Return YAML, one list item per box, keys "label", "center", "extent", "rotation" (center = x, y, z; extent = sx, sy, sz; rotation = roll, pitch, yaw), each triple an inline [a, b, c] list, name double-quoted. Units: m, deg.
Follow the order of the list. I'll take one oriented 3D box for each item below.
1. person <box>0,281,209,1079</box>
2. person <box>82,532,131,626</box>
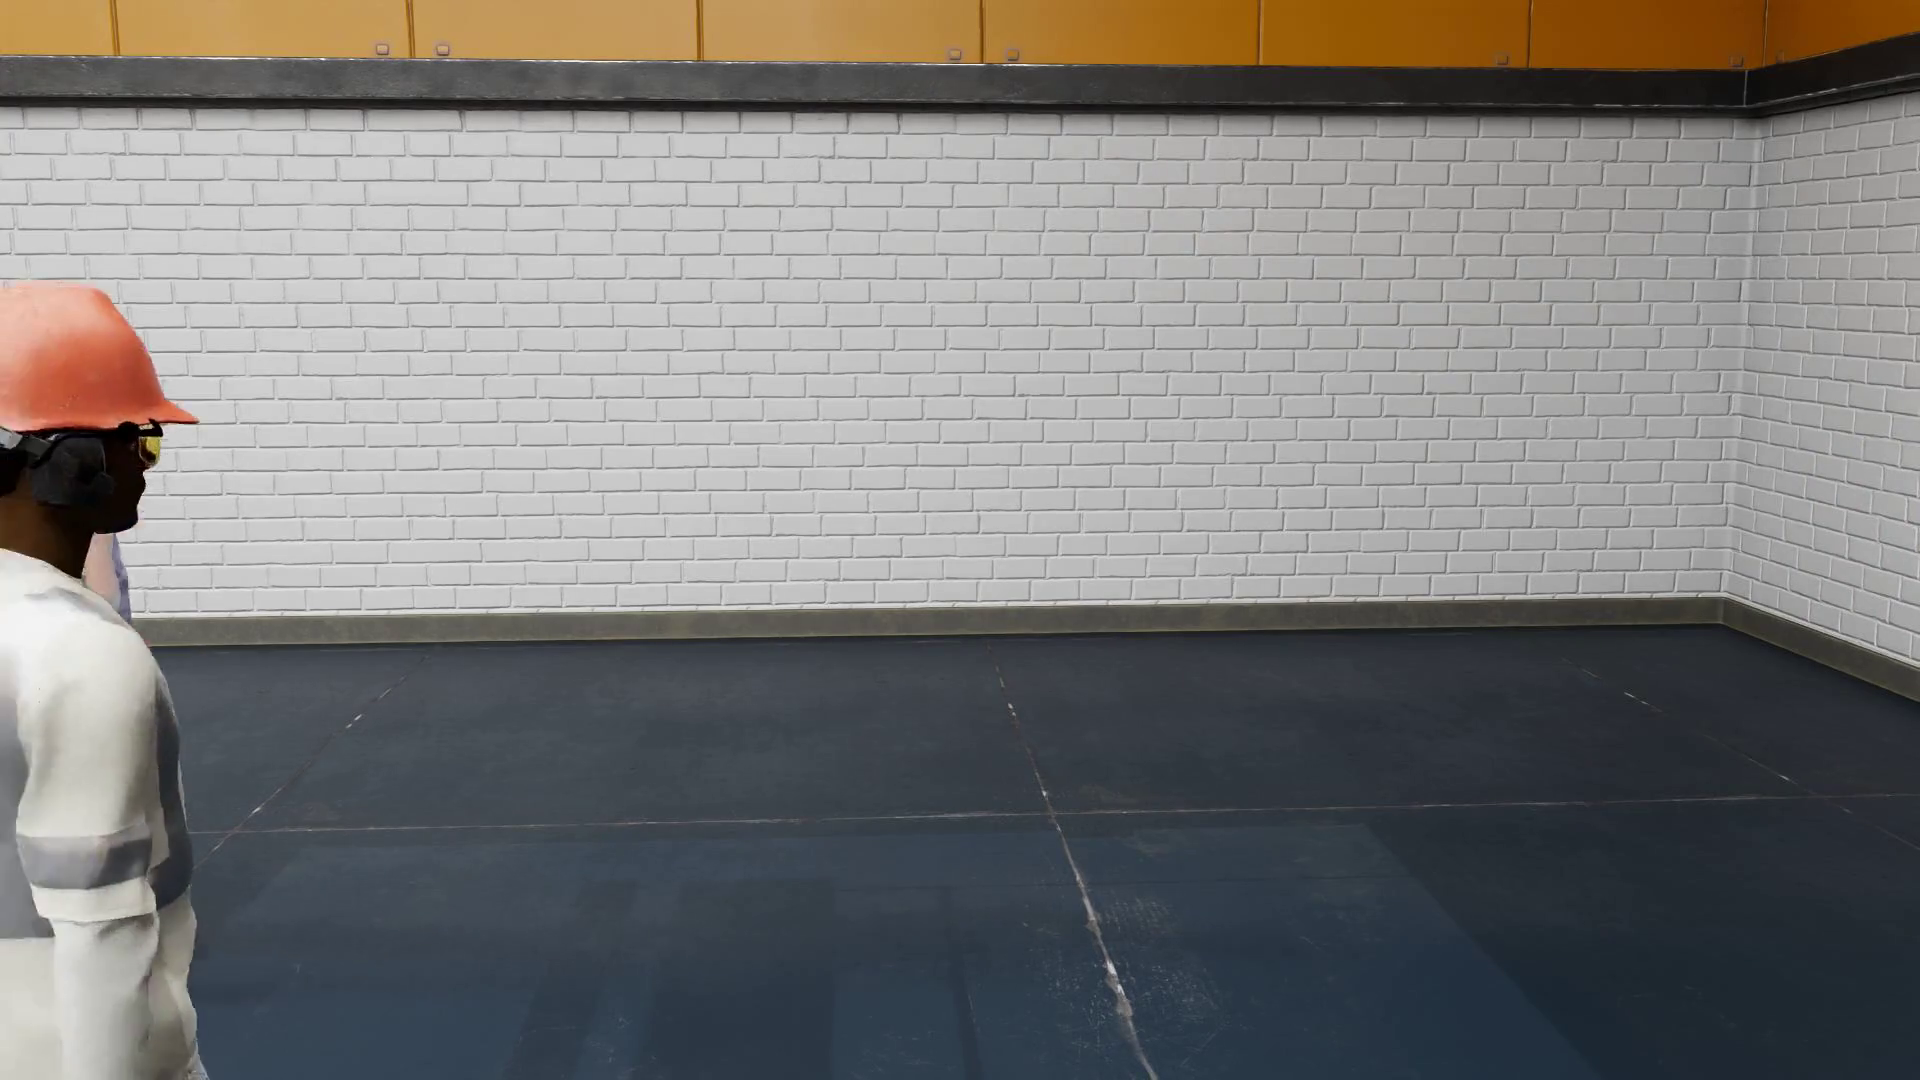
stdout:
- label: "person"
  center: [-1.252, 0.672, 2.220]
  extent: [0.613, 2.024, 0.857]
  rotation: [7, 11, 36]
- label: "person"
  center: [-2.622, 0.391, 4.630]
  extent: [0.817, 1.816, 0.632]
  rotation: [3, 10, 19]
